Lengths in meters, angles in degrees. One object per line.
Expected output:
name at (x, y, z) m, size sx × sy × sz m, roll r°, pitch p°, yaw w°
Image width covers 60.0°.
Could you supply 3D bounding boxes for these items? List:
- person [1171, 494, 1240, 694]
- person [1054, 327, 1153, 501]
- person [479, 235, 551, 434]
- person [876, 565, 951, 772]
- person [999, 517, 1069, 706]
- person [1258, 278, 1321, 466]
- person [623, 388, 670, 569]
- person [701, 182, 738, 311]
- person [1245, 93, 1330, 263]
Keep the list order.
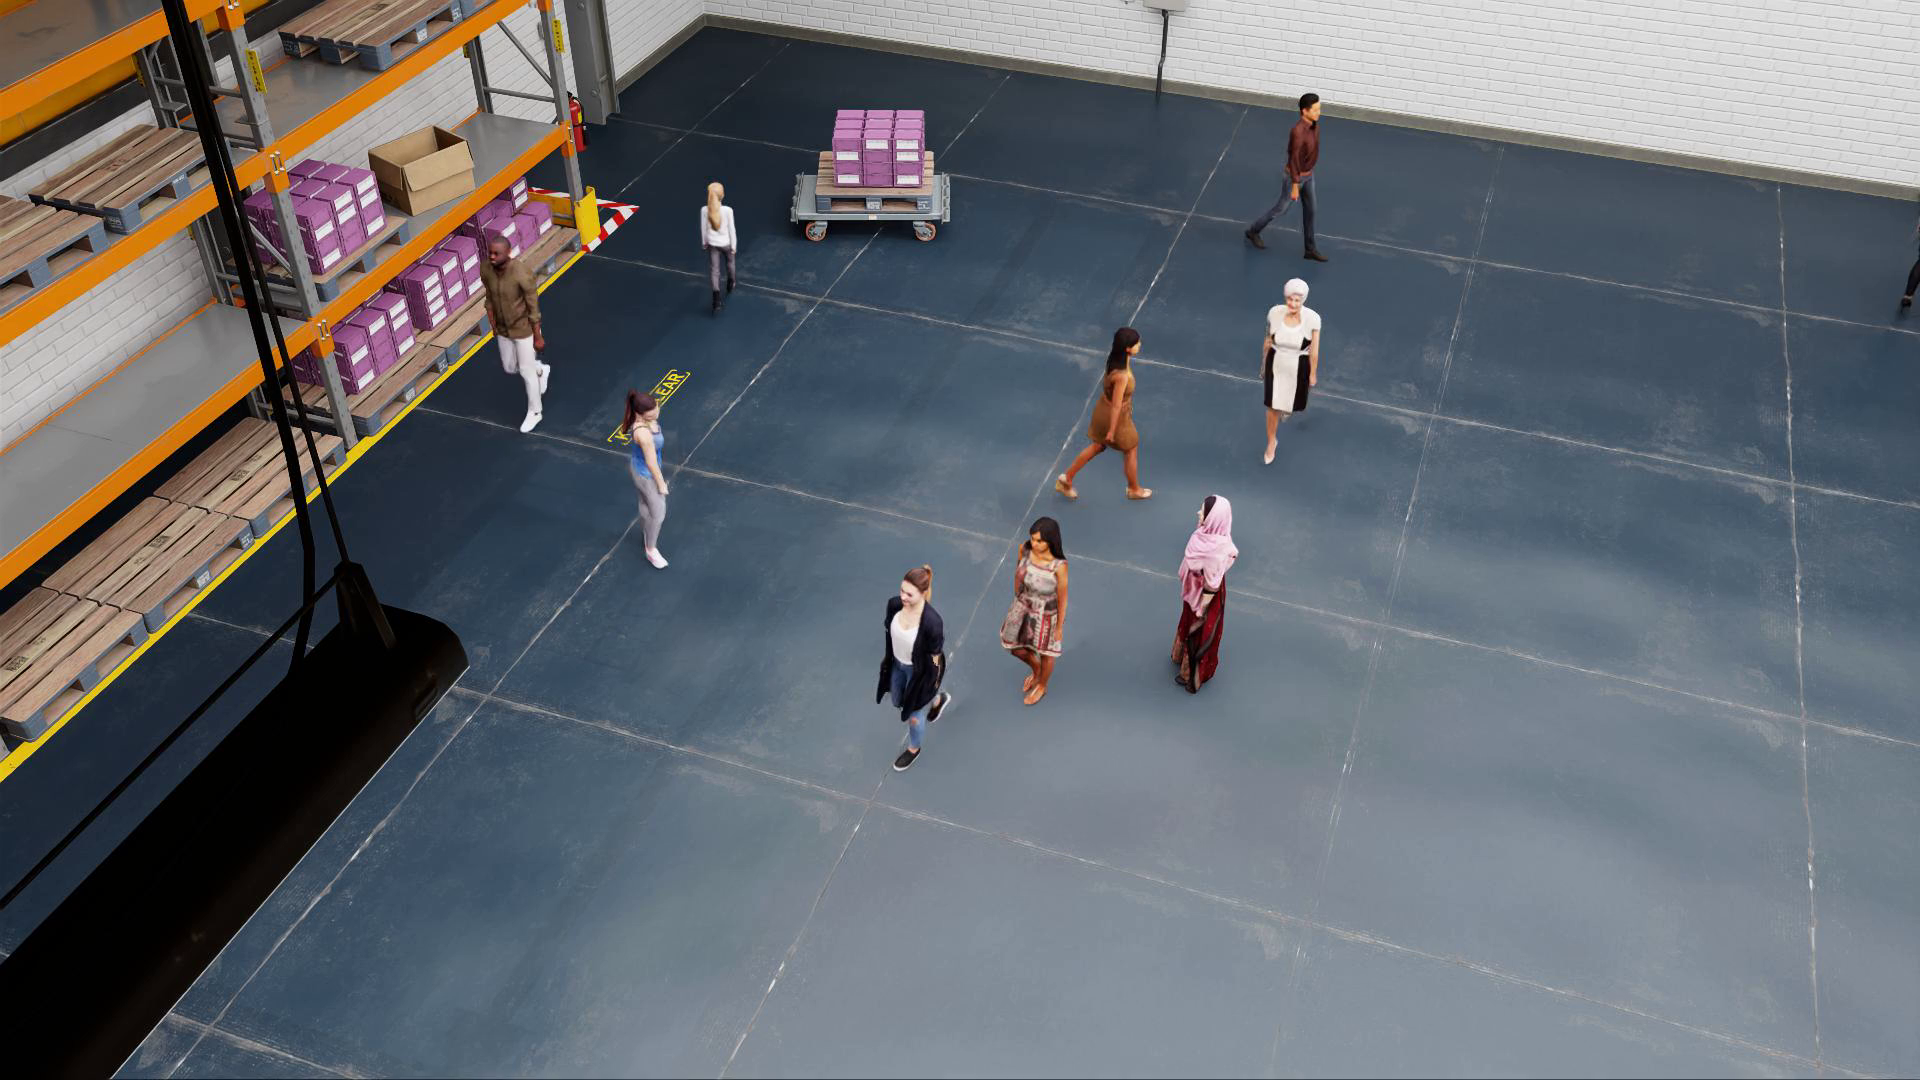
person at (1.728, 0.342, 11.726) m, size 0.802 × 1.637 × 0.667 m, roll 0°, pitch 39°, yaw 0°
person at (1.157, -0.959, 13.344) m, size 0.921 × 1.652 × 1.055 m, roll 0°, pitch 39°, yaw 0°
person at (-3.767, -1.844, 14.328) m, size 0.734 × 1.806 × 0.877 m, roll 14°, pitch 41°, yaw 16°
person at (-0.253, 0.805, 11.118) m, size 0.796 × 1.672 × 0.936 m, roll 28°, pitch 46°, yaw 30°
person at (0.607, 0.455, 11.583) m, size 0.726 × 1.638 × 0.754 m, roll 25°, pitch 45°, yaw 28°
person at (2.758, -1.451, 13.901) m, size 0.628 × 1.725 × 0.867 m, roll 17°, pitch 42°, yaw 21°
person at (-2.445, -0.548, 12.881) m, size 0.827 × 1.587 × 0.725 m, roll -22°, pitch 43°, yaw -25°
person at (-2.327, -2.808, 15.977) m, size 0.680 × 1.254 × 0.944 m, roll 1°, pitch 39°, yaw 2°
person at (3.284, -3.624, 16.607) m, size 0.916 × 1.743 × 1.152 m, roll 23°, pitch 44°, yaw 26°
